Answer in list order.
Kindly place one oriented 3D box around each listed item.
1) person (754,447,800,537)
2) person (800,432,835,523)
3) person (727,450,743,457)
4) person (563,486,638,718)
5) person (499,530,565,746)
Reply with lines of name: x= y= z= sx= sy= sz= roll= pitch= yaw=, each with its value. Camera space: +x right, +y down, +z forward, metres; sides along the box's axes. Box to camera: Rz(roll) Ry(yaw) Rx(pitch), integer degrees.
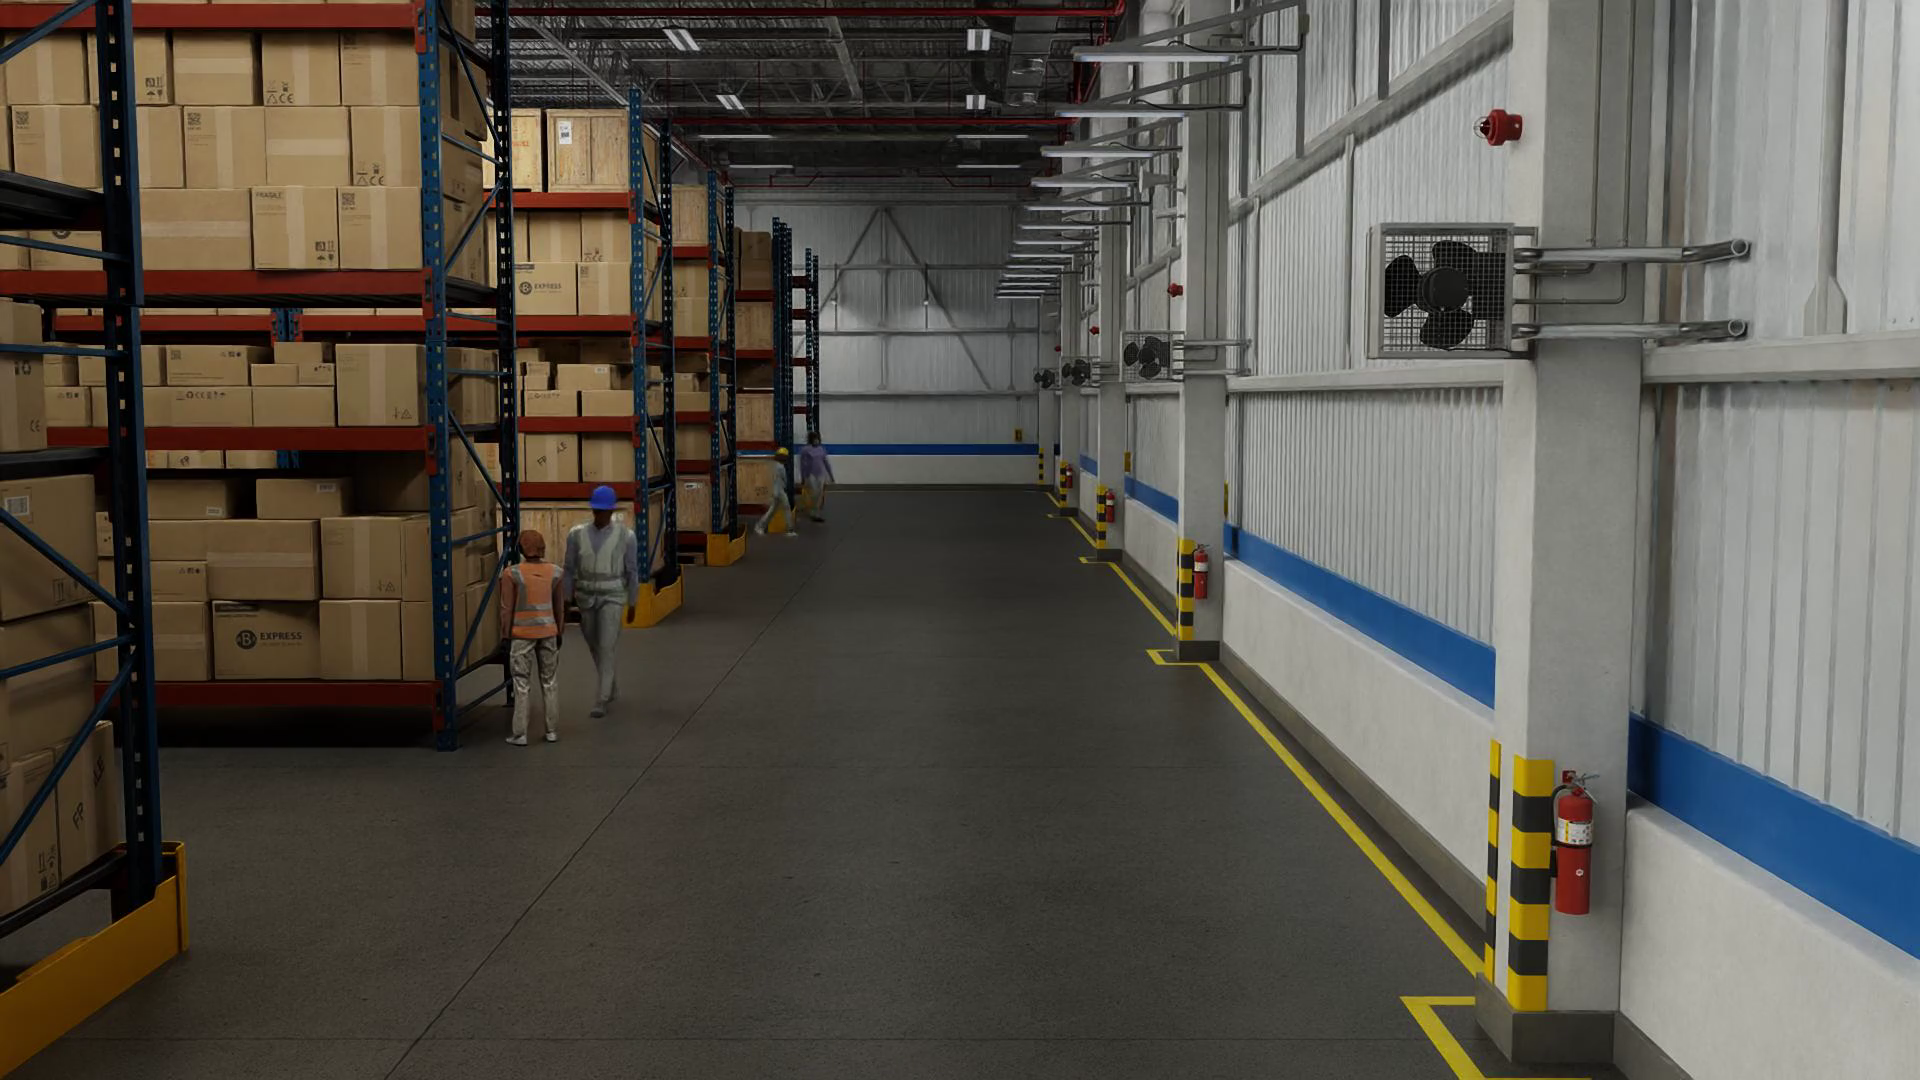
person: x=-3.466 y=-0.895 z=31.201 sx=0.808 sy=1.704 sz=0.495 roll=-1 pitch=5 yaw=-15
person: x=-2.971 y=-1.301 z=34.756 sx=0.751 sy=1.904 sz=0.630 roll=-5 pitch=7 yaw=-43
person: x=-5.898 y=-1.985 z=43.622 sx=0.376 sy=1.739 sz=0.572 roll=4 pitch=6 yaw=36
person: x=-2.992 y=0.485 z=13.956 sx=0.617 sy=1.901 sz=0.972 roll=0 pitch=5 yaw=4
person: x=-3.218 y=0.735 z=12.556 sx=0.522 sy=1.631 sz=0.314 roll=-4 pitch=6 yaw=-41
